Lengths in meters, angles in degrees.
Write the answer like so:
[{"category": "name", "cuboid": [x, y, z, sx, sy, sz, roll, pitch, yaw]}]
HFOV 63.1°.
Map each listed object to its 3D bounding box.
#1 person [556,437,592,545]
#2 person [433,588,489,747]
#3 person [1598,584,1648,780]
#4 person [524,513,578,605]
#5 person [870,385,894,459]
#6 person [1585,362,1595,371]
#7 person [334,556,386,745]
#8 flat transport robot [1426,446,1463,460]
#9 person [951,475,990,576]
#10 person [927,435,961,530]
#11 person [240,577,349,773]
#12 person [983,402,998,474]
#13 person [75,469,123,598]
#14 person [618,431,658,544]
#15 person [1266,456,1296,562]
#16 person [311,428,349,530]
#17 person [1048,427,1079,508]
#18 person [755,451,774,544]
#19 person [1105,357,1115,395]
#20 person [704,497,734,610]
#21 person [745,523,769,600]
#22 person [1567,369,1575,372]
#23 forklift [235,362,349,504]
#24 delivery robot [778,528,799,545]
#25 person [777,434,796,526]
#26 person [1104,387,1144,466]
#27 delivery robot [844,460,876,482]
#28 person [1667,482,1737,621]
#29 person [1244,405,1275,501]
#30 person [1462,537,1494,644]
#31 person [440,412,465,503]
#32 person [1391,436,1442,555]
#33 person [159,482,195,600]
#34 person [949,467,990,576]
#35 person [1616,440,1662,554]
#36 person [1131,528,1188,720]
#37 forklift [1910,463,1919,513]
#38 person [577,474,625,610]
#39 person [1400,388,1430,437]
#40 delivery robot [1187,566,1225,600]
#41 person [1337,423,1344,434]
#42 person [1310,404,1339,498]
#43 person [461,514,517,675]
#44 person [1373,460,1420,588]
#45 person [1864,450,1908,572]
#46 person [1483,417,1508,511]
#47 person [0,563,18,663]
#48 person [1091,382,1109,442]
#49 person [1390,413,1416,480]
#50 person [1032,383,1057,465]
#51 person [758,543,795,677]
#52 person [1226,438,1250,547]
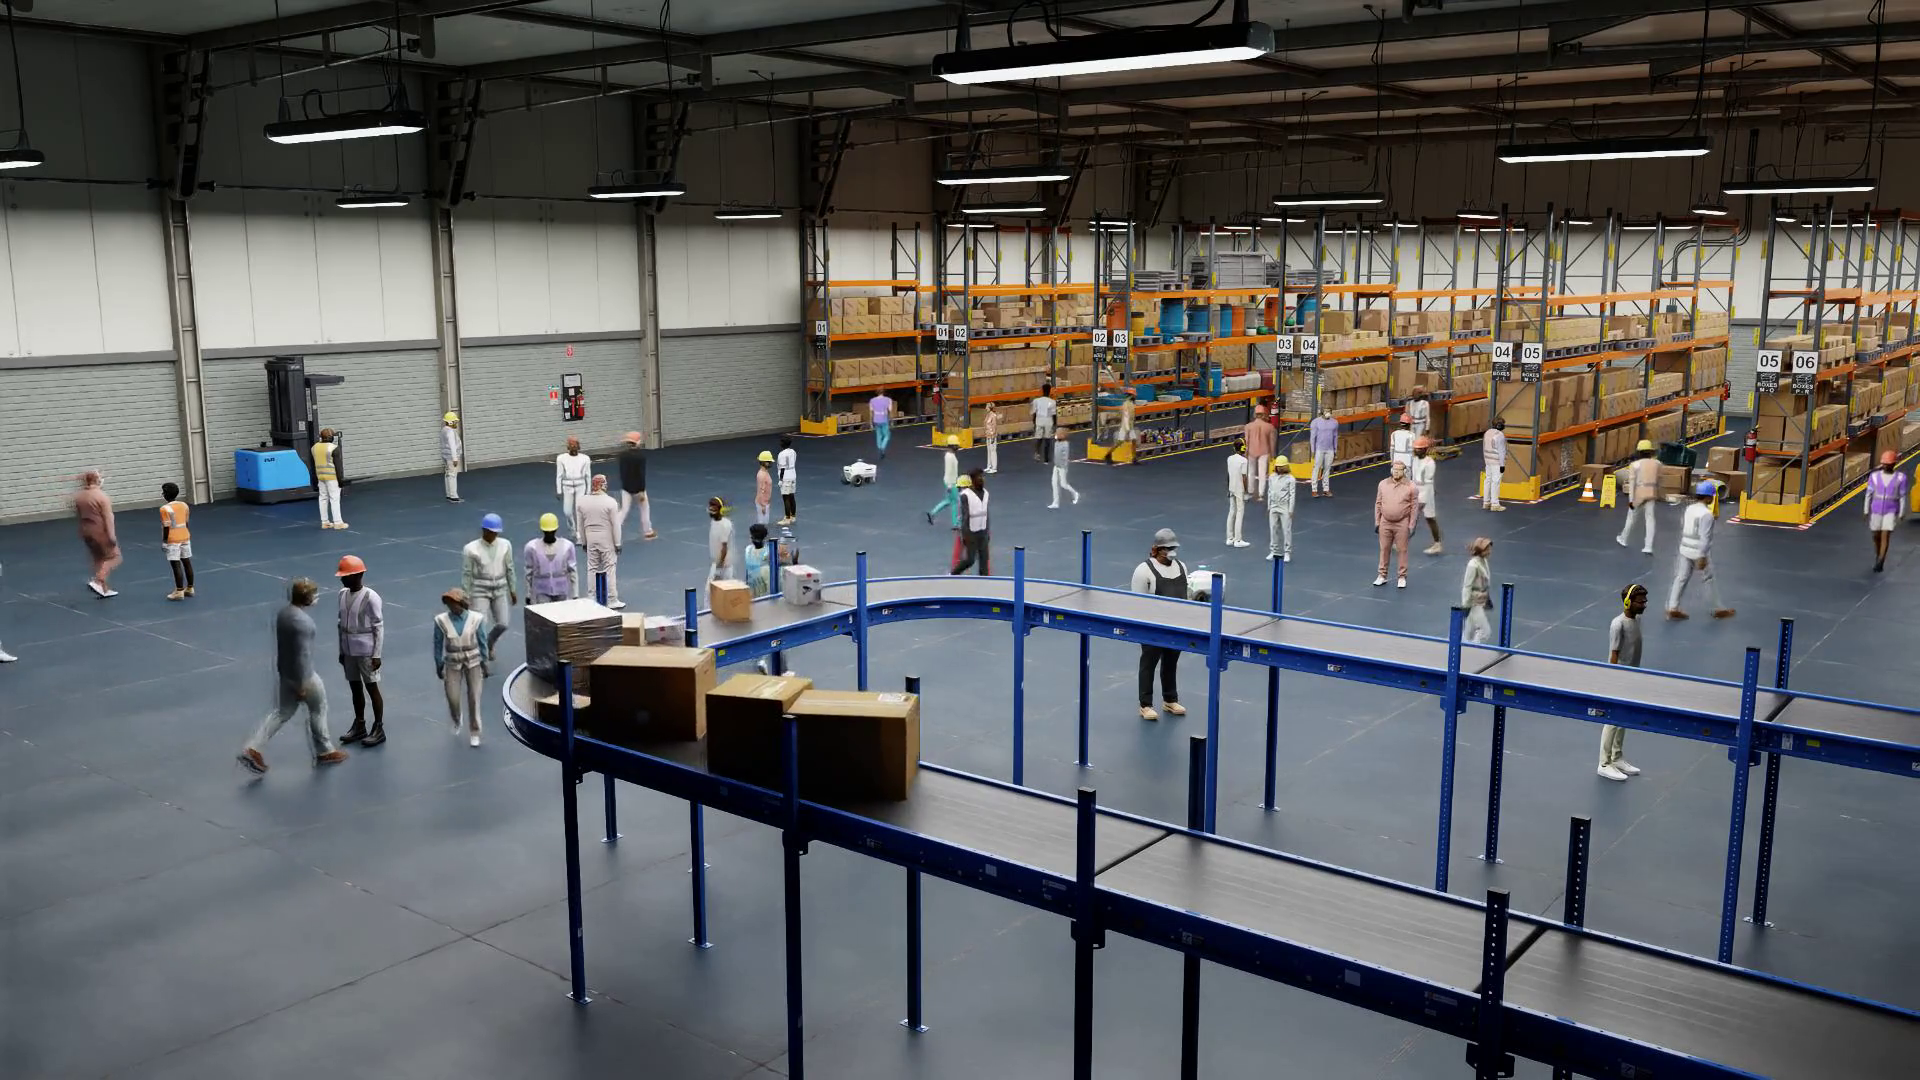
[{"category": "person", "cuboid": [-6.676, -0.865, 27.082, 0.605, 1.868, 0.537, -2, 10, -12]}, {"category": "person", "cuboid": [-5.016, 1.262, 15.766, 0.531, 1.621, 0.402, -3, 10, -16]}, {"category": "person", "cuboid": [6.282, 1.325, 14.777, 0.312, 1.865, 0.514, 10, 14, 43]}, {"category": "person", "cuboid": [-4.835, 0.627, 18.575, 0.599, 1.895, 0.793, -3, 11, -19]}, {"category": "person", "cuboid": [-1.939, -2.912, 38.688, 0.597, 1.832, 0.468, 3, 10, 16]}, {"category": "person", "cuboid": [19.387, -4.646, 48.195, 0.545, 1.929, 0.389, -3, 10, -15]}, {"category": "person", "cuboid": [-6.069, 1.109, 15.770, 0.553, 1.935, 0.362, 5, 11, 26]}, {"category": "flat transport robot", "cuboid": [12.004, -2.187, 39.132, 0.652, 0.197, 1.431, 8, 13, 37]}, {"category": "person", "cuboid": [0.129, -0.128, 23.357, 0.884, 1.719, 0.507, -9, 14, -42]}, {"category": "person", "cuboid": [-0.226, -1.055, 28.476, 0.650, 1.746, 0.537, 0, 10, -3]}, {"category": "person", "cuboid": [-6.388, 1.291, 14.895, 0.946, 1.892, 0.678, -10, 14, -43]}, {"category": "person", "cuboid": [0.716, -2.366, 36.169, 0.308, 1.641, 0.511, -3, 11, -18]}, {"category": "person", "cuboid": [-12.429, -0.079, 22.576, 0.659, 1.891, 0.453, 5, 11, 26]}, {"category": "person", "cuboid": [-5.708, -0.913, 27.142, 0.627, 1.953, 1.029, 6, 12, 30]}, {"category": "person", "cuboid": [5.216, -0.517, 25.502, 0.487, 1.736, 0.330, 8, 13, 40]}, {"category": "person", "cuboid": [-11.525, -1.121, 28.593, 0.623, 1.844, 0.430, 4, 11, 22]}, {"category": "person", "cuboid": [2.044, -1.439, 31.013, 0.585, 1.611, 0.509, -6, 12, -29]}, {"category": "person", "cuboid": [-3.221, -0.600, 25.904, 0.335, 1.757, 0.517, 0, 10, -1]}, {"category": "person", "cuboid": [4.949, -5.092, 51.062, 0.893, 1.786, 0.605, -8, 13, -40]}, {"category": "person", "cuboid": [-3.094, 0.313, 20.617, 0.874, 1.831, 0.500, -9, 13, -41]}, {"category": "person", "cuboid": [-2.486, 0.620, 19.269, 0.535, 1.676, 0.484, 6, 12, 32]}, {"category": "person", "cuboid": [16.229, -3.553, 41.818, 0.607, 2.010, 0.779, 4, 11, 22]}, {"category": "forklift", "cuboid": [-13.803, -2.244, 32.110, 1.129, 2.768, 1.873, 8, 13, 37]}, {"category": "delivery robot", "cuboid": [-2.843, -0.086, 25.509, 0.335, 0.223, 0.698, 1, 10, 6]}, {"category": "person", "cuboid": [-3.216, -1.124, 29.015, 0.318, 1.697, 0.536, 3, 11, 19]}, {"category": "person", "cuboid": [3.940, -2.732, 37.569, 0.983, 1.886, 0.553, 5, 11, 27]}, {"category": "delivery robot", "cuboid": [-2.194, -1.524, 34.334, 0.707, 0.478, 0.477, -8, 13, -38]}, {"category": "person", "cuboid": [10.098, 0.162, 21.181, 0.960, 1.901, 0.642, -1, 10, -4]}, {"category": "person", "cuboid": [6.126, -1.784, 32.059, 0.648, 1.944, 1.040, 1, 10, 6]}, {"category": "person", "cuboid": [6.167, 0.772, 18.574, 0.494, 1.621, 0.516, 5, 11, 27]}, {"category": "person", "cuboid": [-10.320, -1.686, 31.789, 0.404, 1.835, 0.586, -6, 12, -32]}, {"category": "person", "cuboid": [7.584, -0.727, 25.945, 1.041, 1.981, 0.614, -3, 11, -16]}, {"category": "person", "cuboid": [-11.343, 0.011, 22.628, 0.321, 1.696, 0.537, 2, 10, 11]}, {"category": "person", "cuboid": [0.203, -0.129, 22.839, 0.706, 1.901, 0.605, 8, 13, 39]}, {"category": "person", "cuboid": [11.496, -0.747, 26.396, 0.606, 1.874, 0.986, 0, 10, -1]}, {"category": "person", "cuboid": [2.199, 0.908, 16.732, 0.684, 2.000, 0.538, -6, 12, -31]}, {"category": "forklift", "cuboid": [19.034, -1.348, 28.998, 2.313, 2.155, 1.214, 8, 13, 37]}, {"category": "person", "cuboid": [-5.028, 0.025, 21.975, 0.638, 1.902, 0.407, 3, 11, 17]}, {"category": "person", "cuboid": [10.880, -2.703, 37.421, 0.590, 1.859, 0.664, 10, 14, 43]}, {"category": "delivery robot", "cuboid": [3.450, 0.612, 22.315, 0.707, 0.478, 0.477, -7, 12, -34]}, {"category": "person", "cuboid": [9.650, -3.231, 40.270, 0.637, 1.920, 0.829, 8, 13, 38]}, {"category": "person", "cuboid": [7.555, -1.856, 32.455, 0.627, 1.940, 0.372, -3, 10, -15]}, {"category": "person", "cuboid": [-5.607, 0.622, 18.558, 0.680, 1.917, 0.590, -9, 13, -40]}, {"category": "person", "cuboid": [6.525, -0.246, 23.473, 0.642, 1.913, 0.409, 6, 12, 30]}, {"category": "person", "cuboid": [14.716, -0.492, 24.878, 0.553, 1.914, 0.829, 9, 13, 40]}, {"category": "person", "cuboid": [10.536, -1.506, 30.755, 0.429, 1.842, 0.634, -2, 10, -12]}, {"category": "person", "cuboid": [-11.987, 0.556, 19.064, 0.794, 1.884, 0.654, -1, 10, -3]}, {"category": "person", "cuboid": [3.813, -3.481, 42.475, 0.522, 1.619, 0.458, 5, 11, 27]}, {"category": "person", "cuboid": [8.644, -1.504, 30.473, 0.374, 1.939, 0.545, -9, 13, -40]}, {"category": "person", "cuboid": [2.051, -2.804, 37.740, 0.640, 1.952, 0.419, 5, 11, 24]}, {"category": "person", "cuboid": [-2.124, 0.839, 18.185, 0.515, 1.617, 0.419, 6, 12, 32]}, {"category": "person", "cuboid": [4.782, -0.826, 26.890, 0.326, 1.862, 0.497, -5, 11, -27]}]
